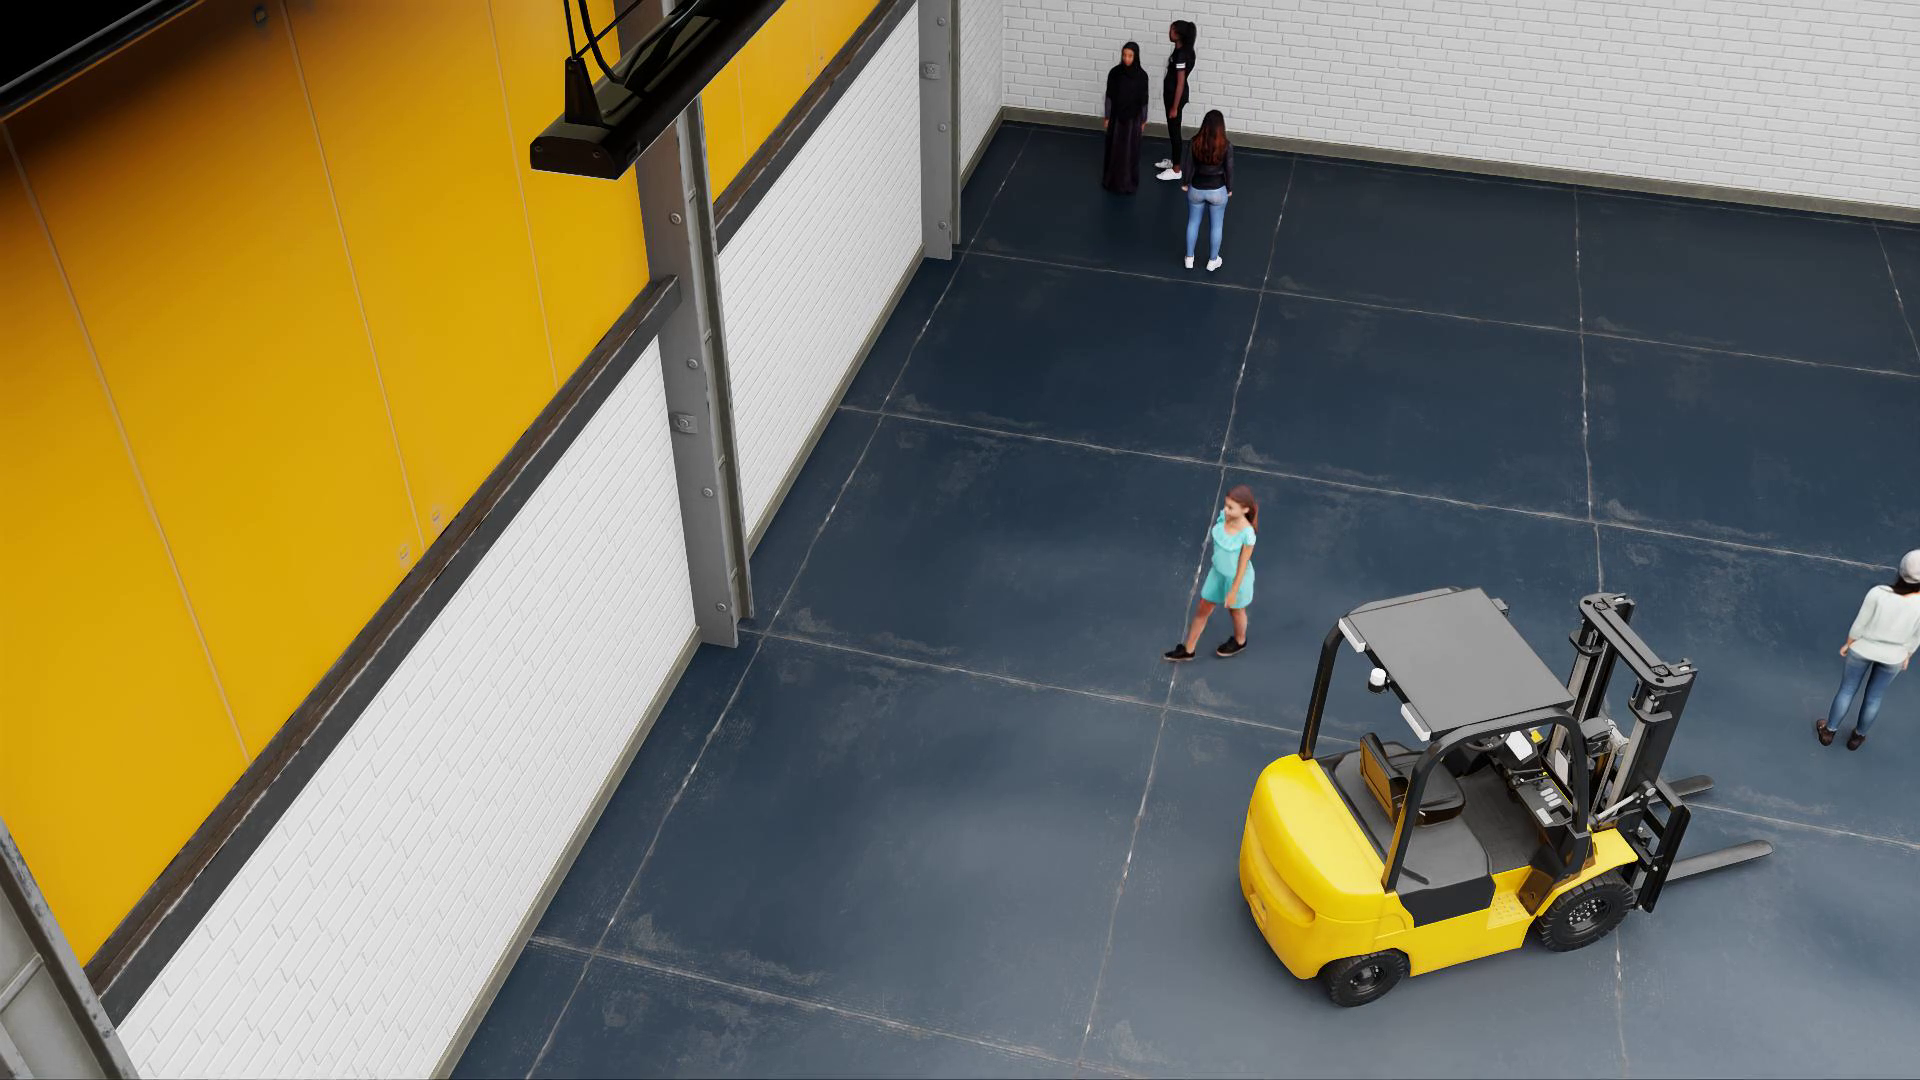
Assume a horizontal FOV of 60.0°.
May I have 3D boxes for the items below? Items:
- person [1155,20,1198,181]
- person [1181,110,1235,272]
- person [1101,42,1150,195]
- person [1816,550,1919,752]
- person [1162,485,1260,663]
[{"bbox_3d":[2.297,-4.697,17.716,0.709,1.731,0.540,3,39,4],"label":"person"},{"bbox_3d":[2.409,-3.407,16.177,0.645,1.634,0.549,11,40,13],"label":"person"},{"bbox_3d":[1.755,-4.458,17.511,0.604,1.613,0.616,11,40,13],"label":"person"},{"bbox_3d":[6.072,0.725,10.989,0.586,1.653,0.526,14,41,17],"label":"person"},{"bbox_3d":[1.970,0.233,11.697,0.955,1.538,0.913,-18,42,-21],"label":"person"}]
